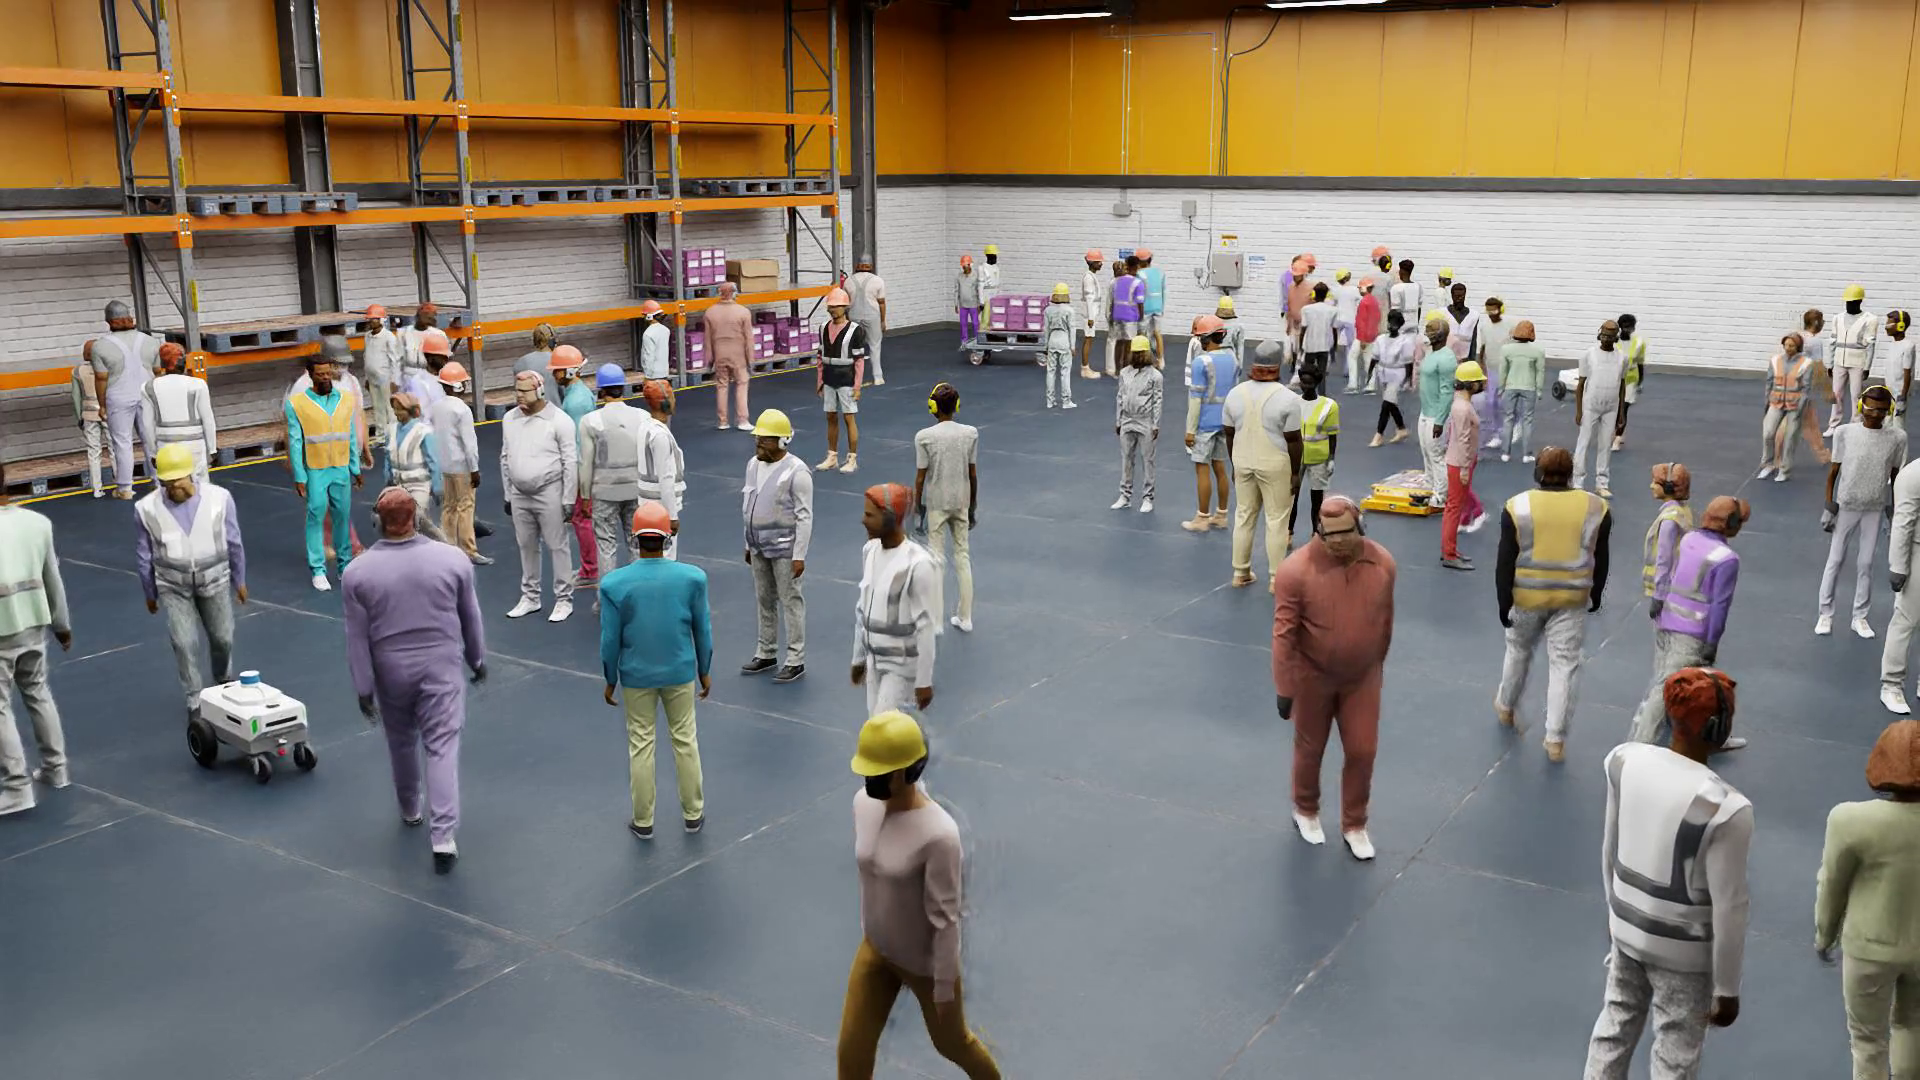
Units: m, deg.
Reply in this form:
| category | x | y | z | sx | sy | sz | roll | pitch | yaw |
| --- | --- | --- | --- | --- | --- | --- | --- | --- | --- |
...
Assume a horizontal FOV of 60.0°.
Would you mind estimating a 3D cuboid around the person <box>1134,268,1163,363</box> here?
| category | x | y | z | sx | sy | sz | roll | pitch | yaw |
| --- | --- | --- | --- | --- | --- | --- | --- | --- | --- |
| person | 3.020 | -3.657 | 27.404 | 0.506 | 1.703 | 0.711 | 12 | 18 | 42 |

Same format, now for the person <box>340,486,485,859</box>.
| category | x | y | z | sx | sy | sz | roll | pitch | yaw |
| --- | --- | --- | --- | --- | --- | --- | --- | --- | --- |
| person | -2.736 | 0.651 | 8.388 | 0.649 | 1.864 | 0.981 | -4 | 14 | -16 |

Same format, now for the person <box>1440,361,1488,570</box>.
| category | x | y | z | sx | sy | sz | roll | pitch | yaw |
| --- | --- | --- | --- | --- | --- | --- | --- | --- | --- |
| person | 4.289 | -0.640 | 14.177 | 0.305 | 1.772 | 0.527 | 3 | 13 | 13 |

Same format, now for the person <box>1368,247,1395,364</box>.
| category | x | y | z | sx | sy | sz | roll | pitch | yaw |
| --- | --- | --- | --- | --- | --- | --- | --- | --- | --- |
| person | 7.087 | -3.928 | 28.039 | 0.718 | 1.969 | 0.379 | -9 | 16 | -35 |

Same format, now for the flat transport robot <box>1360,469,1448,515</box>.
| category | x | y | z | sx | sy | sz | roll | pitch | yaw |
| --- | --- | --- | --- | --- | --- | --- | --- | --- | --- |
| flat transport robot | 4.633 | -0.501 | 16.856 | 0.652 | 0.197 | 1.431 | 9 | 16 | 33 |

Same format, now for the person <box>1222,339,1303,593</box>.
| category | x | y | z | sx | sy | sz | roll | pitch | yaw |
| --- | --- | --- | --- | --- | --- | --- | --- | --- | --- |
| person | 2.481 | -0.601 | 13.413 | 0.684 | 2.000 | 0.538 | 11 | 17 | 39 |

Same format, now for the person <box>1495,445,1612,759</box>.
| category | x | y | z | sx | sy | sz | roll | pitch | yaw |
| --- | --- | --- | --- | --- | --- | --- | --- | --- | --- |
| person | 3.512 | 0.326 | 9.929 | 0.648 | 1.801 | 0.925 | 3 | 13 | 13 |

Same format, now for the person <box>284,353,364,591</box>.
| category | x | y | z | sx | sy | sz | roll | pitch | yaw |
| --- | --- | --- | --- | --- | --- | --- | --- | --- | --- |
| person | -5.150 | -0.563 | 13.524 | 0.392 | 1.916 | 0.591 | 10 | 16 | 38 |

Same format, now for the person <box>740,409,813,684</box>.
| category | x | y | z | sx | sy | sz | roll | pitch | yaw |
| --- | --- | --- | --- | --- | --- | --- | --- | --- | --- |
| person | -1.241 | 0.036 | 11.097 | 0.591 | 1.837 | 0.403 | 11 | 17 | 40 |

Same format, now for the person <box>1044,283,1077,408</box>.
| category | x | y | z | sx | sy | sz | roll | pitch | yaw |
| --- | --- | --- | --- | --- | --- | --- | --- | --- | --- |
| person | 1.404 | -2.711 | 23.216 | 0.485 | 1.744 | 0.294 | 8 | 15 | 30 |

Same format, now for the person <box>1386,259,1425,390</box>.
| category | x | y | z | sx | sy | sz | roll | pitch | yaw |
| --- | --- | --- | --- | --- | --- | --- | --- | --- | --- |
| person | 6.649 | -3.218 | 24.927 | 0.603 | 1.966 | 0.368 | -7 | 15 | -27 |

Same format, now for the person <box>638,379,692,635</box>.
| category | x | y | z | sx | sy | sz | roll | pitch | yaw |
| --- | --- | --- | --- | --- | --- | --- | --- | --- | --- |
| person | -2.174 | -0.231 | 12.163 | 0.338 | 1.881 | 0.593 | -5 | 14 | -22 |

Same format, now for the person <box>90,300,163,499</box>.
| category | x | y | z | sx | sy | sz | roll | pitch | yaw |
| --- | --- | --- | --- | --- | --- | --- | --- | --- | --- |
| person | -8.561 | -1.449 | 17.090 | 0.538 | 2.000 | 0.684 | 11 | 17 | 40 |

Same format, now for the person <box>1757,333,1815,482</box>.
| category | x | y | z | sx | sy | sz | roll | pitch | yaw |
| --- | --- | --- | --- | --- | --- | --- | --- | --- | --- |
| person | 8.853 | -1.413 | 17.841 | 0.448 | 1.619 | 0.504 | -13 | 18 | -43 |

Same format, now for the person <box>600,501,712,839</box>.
| category | x | y | z | sx | sy | sz | roll | pitch | yaw |
| --- | --- | --- | --- | --- | --- | --- | --- | --- | --- |
| person | -1.560 | 0.663 | 8.561 | 0.572 | 1.749 | 0.343 | -4 | 14 | -17 |

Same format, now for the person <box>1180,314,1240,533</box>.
| category | x | y | z | sx | sy | sz | roll | pitch | yaw |
| --- | --- | --- | --- | --- | --- | --- | --- | --- | --- |
| person | 2.327 | -1.083 | 15.546 | 0.610 | 2.030 | 0.414 | -12 | 17 | -41 |

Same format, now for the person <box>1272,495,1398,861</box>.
| category | x | y | z | sx | sy | sz | roll | pitch | yaw |
| --- | --- | --- | --- | --- | --- | --- | --- | --- | --- |
| person | 1.852 | 0.673 | 8.276 | 0.664 | 1.865 | 0.716 | -1 | 13 | -5 |

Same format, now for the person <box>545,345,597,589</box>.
| category | x | y | z | sx | sy | sz | roll | pitch | yaw |
| --- | --- | --- | --- | --- | --- | --- | --- | --- | --- |
| person | -3.116 | -0.591 | 13.501 | 0.405 | 1.986 | 0.621 | -1 | 13 | -6 |

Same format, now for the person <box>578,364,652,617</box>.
| category | x | y | z | sx | sy | sz | roll | pitch | yaw |
| --- | --- | --- | --- | --- | --- | --- | --- | --- | --- |
| person | -2.599 | -0.368 | 12.648 | 0.615 | 1.933 | 0.420 | -8 | 15 | -32 |

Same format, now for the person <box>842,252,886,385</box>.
| category | x | y | z | sx | sy | sz | roll | pitch | yaw |
| --- | --- | --- | --- | --- | --- | --- | --- | --- | --- |
| person | -1.443 | -3.419 | 25.634 | 0.681 | 2.000 | 0.535 | 4 | 14 | 16 |

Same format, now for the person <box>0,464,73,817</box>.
| category | x | y | z | sx | sy | sz | roll | pitch | yaw |
| --- | --- | --- | --- | --- | --- | --- | --- | --- | --- |
| person | -5.082 | 0.511 | 8.924 | 0.543 | 1.893 | 0.809 | 4 | 14 | 17 |

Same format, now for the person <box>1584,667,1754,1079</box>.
| category | x | y | z | sx | sy | sz | roll | pitch | yaw |
| --- | --- | --- | --- | --- | --- | --- | --- | --- | --- |
| person | 2.318 | 1.320 | 5.435 | 0.352 | 1.878 | 0.575 | -6 | 14 | -23 |

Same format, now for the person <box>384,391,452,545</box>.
| category | x | y | z | sx | sy | sz | roll | pitch | yaw |
| --- | --- | --- | --- | --- | --- | --- | --- | --- | --- |
| person | -4.440 | -0.441 | 13.673 | 0.516 | 1.606 | 0.796 | 9 | 16 | 34 |

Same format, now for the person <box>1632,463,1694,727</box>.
| category | x | y | z | sx | sy | sz | roll | pitch | yaw |
| --- | --- | --- | --- | --- | --- | --- | --- | --- | --- |
| person | 4.362 | 0.333 | 10.269 | 0.321 | 1.632 | 0.520 | 7 | 15 | 29 |

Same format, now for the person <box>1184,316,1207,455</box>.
| category | x | y | z | sx | sy | sz | roll | pitch | yaw |
| --- | --- | --- | --- | --- | --- | --- | --- | --- | --- |
| person | 2.801 | -1.820 | 19.601 | 0.313 | 1.634 | 0.514 | 0 | 13 | 1 |

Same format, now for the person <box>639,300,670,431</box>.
| category | x | y | z | sx | sy | sz | roll | pitch | yaw |
| --- | --- | --- | --- | --- | --- | --- | --- | --- | --- |
| person | -3.739 | -2.052 | 20.336 | 0.327 | 1.752 | 0.563 | 3 | 13 | 12 |

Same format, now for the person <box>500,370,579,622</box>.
| category | x | y | z | sx | sy | sz | roll | pitch | yaw |
| --- | --- | --- | --- | --- | --- | --- | --- | --- | --- |
| person | -3.183 | -0.327 | 12.520 | 0.644 | 1.907 | 0.399 | 5 | 14 | 22 |

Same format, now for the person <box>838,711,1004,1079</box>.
| category | x | y | z | sx | sy | sz | roll | pitch | yaw |
| --- | --- | --- | --- | --- | --- | --- | --- | --- | --- |
| person | -0.146 | 1.365 | 5.601 | 0.530 | 1.717 | 0.905 | 12 | 18 | 43 |

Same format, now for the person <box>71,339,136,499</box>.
| category | x | y | z | sx | sy | sz | roll | pitch | yaw |
| --- | --- | --- | --- | --- | --- | --- | --- | --- | --- |
| person | -8.785 | -1.234 | 17.039 | 0.521 | 1.638 | 0.314 | -1 | 13 | -6 |

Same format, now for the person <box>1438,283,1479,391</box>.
| category | x | y | z | sx | sy | sz | roll | pitch | yaw |
| --- | --- | --- | --- | --- | --- | --- | --- | --- | --- |
| person | 6.204 | -2.268 | 20.912 | 0.593 | 1.919 | 0.392 | -1 | 13 | -3 |

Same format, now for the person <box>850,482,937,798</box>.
| category | x | y | z | sx | sy | sz | roll | pitch | yaw |
| --- | --- | --- | --- | --- | --- | --- | --- | --- | --- |
| person | -0.363 | 0.635 | 8.430 | 0.413 | 1.871 | 0.615 | -8 | 15 | -31 |

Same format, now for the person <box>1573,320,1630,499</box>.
| category | x | y | z | sx | sy | sz | roll | pitch | yaw |
| --- | --- | --- | --- | --- | --- | --- | --- | --- | --- |
| person | 6.551 | -1.327 | 17.002 | 0.505 | 1.842 | 0.349 | 1 | 13 | 3 |

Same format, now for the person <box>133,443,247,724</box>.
| category | x | y | z | sx | sy | sz | roll | pitch | yaw |
| --- | --- | --- | --- | --- | --- | --- | --- | --- | --- |
| person | -4.752 | 0.249 | 10.298 | 0.604 | 1.786 | 0.672 | -6 | 14 | -26 |

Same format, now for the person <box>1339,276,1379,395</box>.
| category | x | y | z | sx | sy | sz | roll | pitch | yaw |
| --- | --- | --- | --- | --- | --- | --- | --- | --- | --- |
| person | 5.922 | -3.011 | 24.544 | 0.610 | 1.725 | 0.572 | 10 | 16 | 37 |

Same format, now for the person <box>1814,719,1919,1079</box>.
| category | x | y | z | sx | sy | sz | roll | pitch | yaw |
| --- | --- | --- | --- | --- | --- | --- | --- | --- | --- |
| person | 3.165 | 1.397 | 5.664 | 0.493 | 1.613 | 0.440 | 2 | 13 | 9 |

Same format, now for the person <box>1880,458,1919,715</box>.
| category | x | y | z | sx | sy | sz | roll | pitch | yaw |
| --- | --- | --- | --- | --- | --- | --- | --- | --- | --- |
| person | 6.147 | 0.156 | 10.425 | 0.651 | 1.906 | 0.401 | -2 | 13 | -10 |

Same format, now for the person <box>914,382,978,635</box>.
| category | x | y | z | sx | sy | sz | roll | pitch | yaw |
| --- | --- | --- | --- | --- | --- | --- | --- | --- | --- |
| person | -0.098 | -0.228 | 12.205 | 0.504 | 1.861 | 0.328 | -5 | 14 | -19 |

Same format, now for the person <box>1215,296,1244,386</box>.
| category | x | y | z | sx | sy | sz | roll | pitch | yaw |
| --- | --- | --- | --- | --- | --- | --- | --- | --- | --- |
| person | 3.334 | -2.205 | 21.023 | 0.491 | 1.743 | 0.324 | 0 | 13 | -2 |
